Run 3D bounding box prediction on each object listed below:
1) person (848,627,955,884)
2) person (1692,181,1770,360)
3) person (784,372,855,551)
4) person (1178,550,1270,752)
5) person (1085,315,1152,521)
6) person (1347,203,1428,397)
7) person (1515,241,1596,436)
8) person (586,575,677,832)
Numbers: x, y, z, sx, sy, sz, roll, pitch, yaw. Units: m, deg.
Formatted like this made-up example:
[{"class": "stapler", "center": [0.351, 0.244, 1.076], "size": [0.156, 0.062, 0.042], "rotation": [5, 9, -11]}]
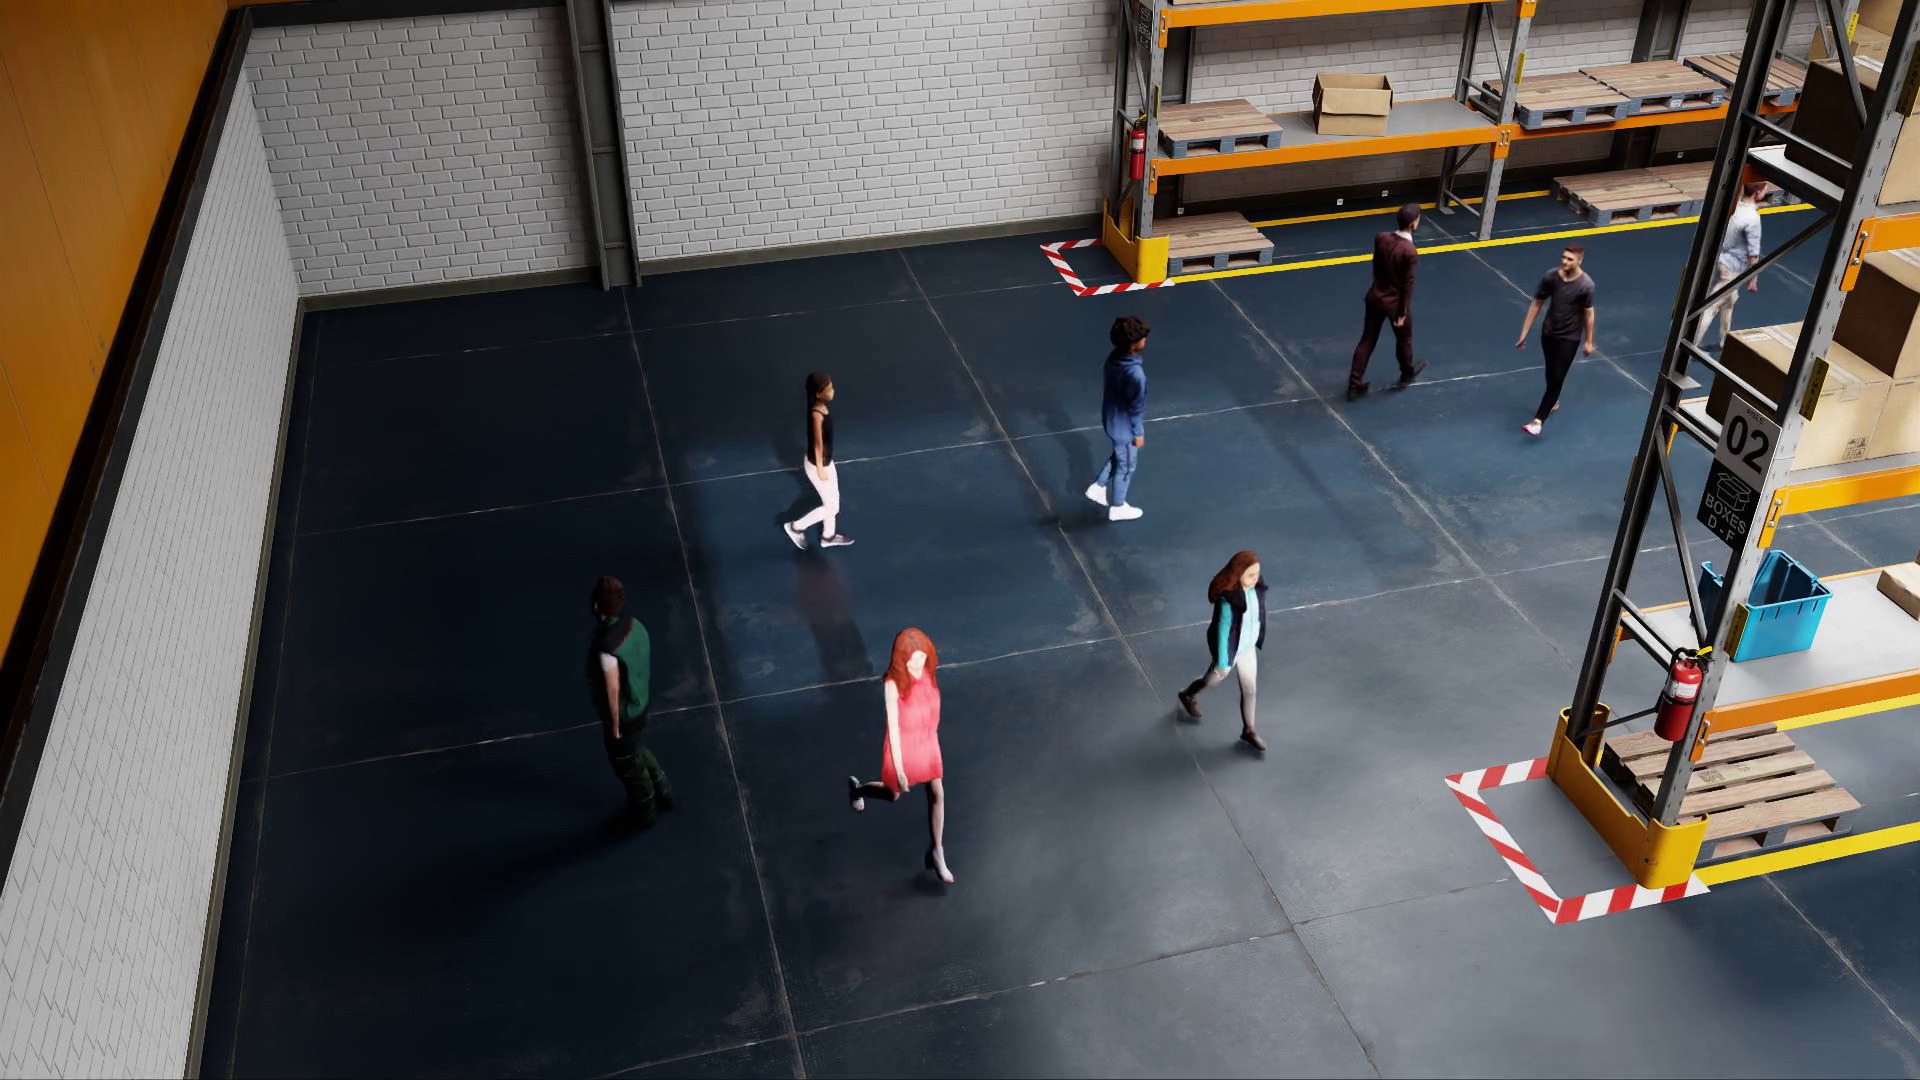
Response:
[{"class": "person", "center": [-0.373, 1.225, 9.904], "size": [1.156, 1.790, 1.019], "rotation": [-28, 43, -35]}, {"class": "person", "center": [7.078, -2.523, 15.511], "size": [0.983, 1.825, 0.754], "rotation": [-4, 34, -6]}, {"class": "person", "center": [-1.135, -0.579, 12.833], "size": [0.819, 1.552, 0.659], "rotation": [1, 34, 2]}, {"class": "person", "center": [1.755, 0.675, 11.020], "size": [1.002, 1.472, 0.912], "rotation": [-25, 41, -33]}, {"class": "person", "center": [1.219, -0.942, 13.156], "size": [0.665, 1.798, 0.663], "rotation": [-9, 35, -13]}, {"class": "person", "center": [3.785, -2.104, 14.889], "size": [1.240, 1.816, 1.006], "rotation": [-25, 41, -33]}, {"class": "person", "center": [5.294, -1.803, 14.520], "size": [1.206, 1.723, 1.025], "rotation": [-28, 43, -36]}, {"class": "person", "center": [-2.069, 1.047, 10.144], "size": [0.722, 1.821, 0.735], "rotation": [-6, 34, -8]}]
